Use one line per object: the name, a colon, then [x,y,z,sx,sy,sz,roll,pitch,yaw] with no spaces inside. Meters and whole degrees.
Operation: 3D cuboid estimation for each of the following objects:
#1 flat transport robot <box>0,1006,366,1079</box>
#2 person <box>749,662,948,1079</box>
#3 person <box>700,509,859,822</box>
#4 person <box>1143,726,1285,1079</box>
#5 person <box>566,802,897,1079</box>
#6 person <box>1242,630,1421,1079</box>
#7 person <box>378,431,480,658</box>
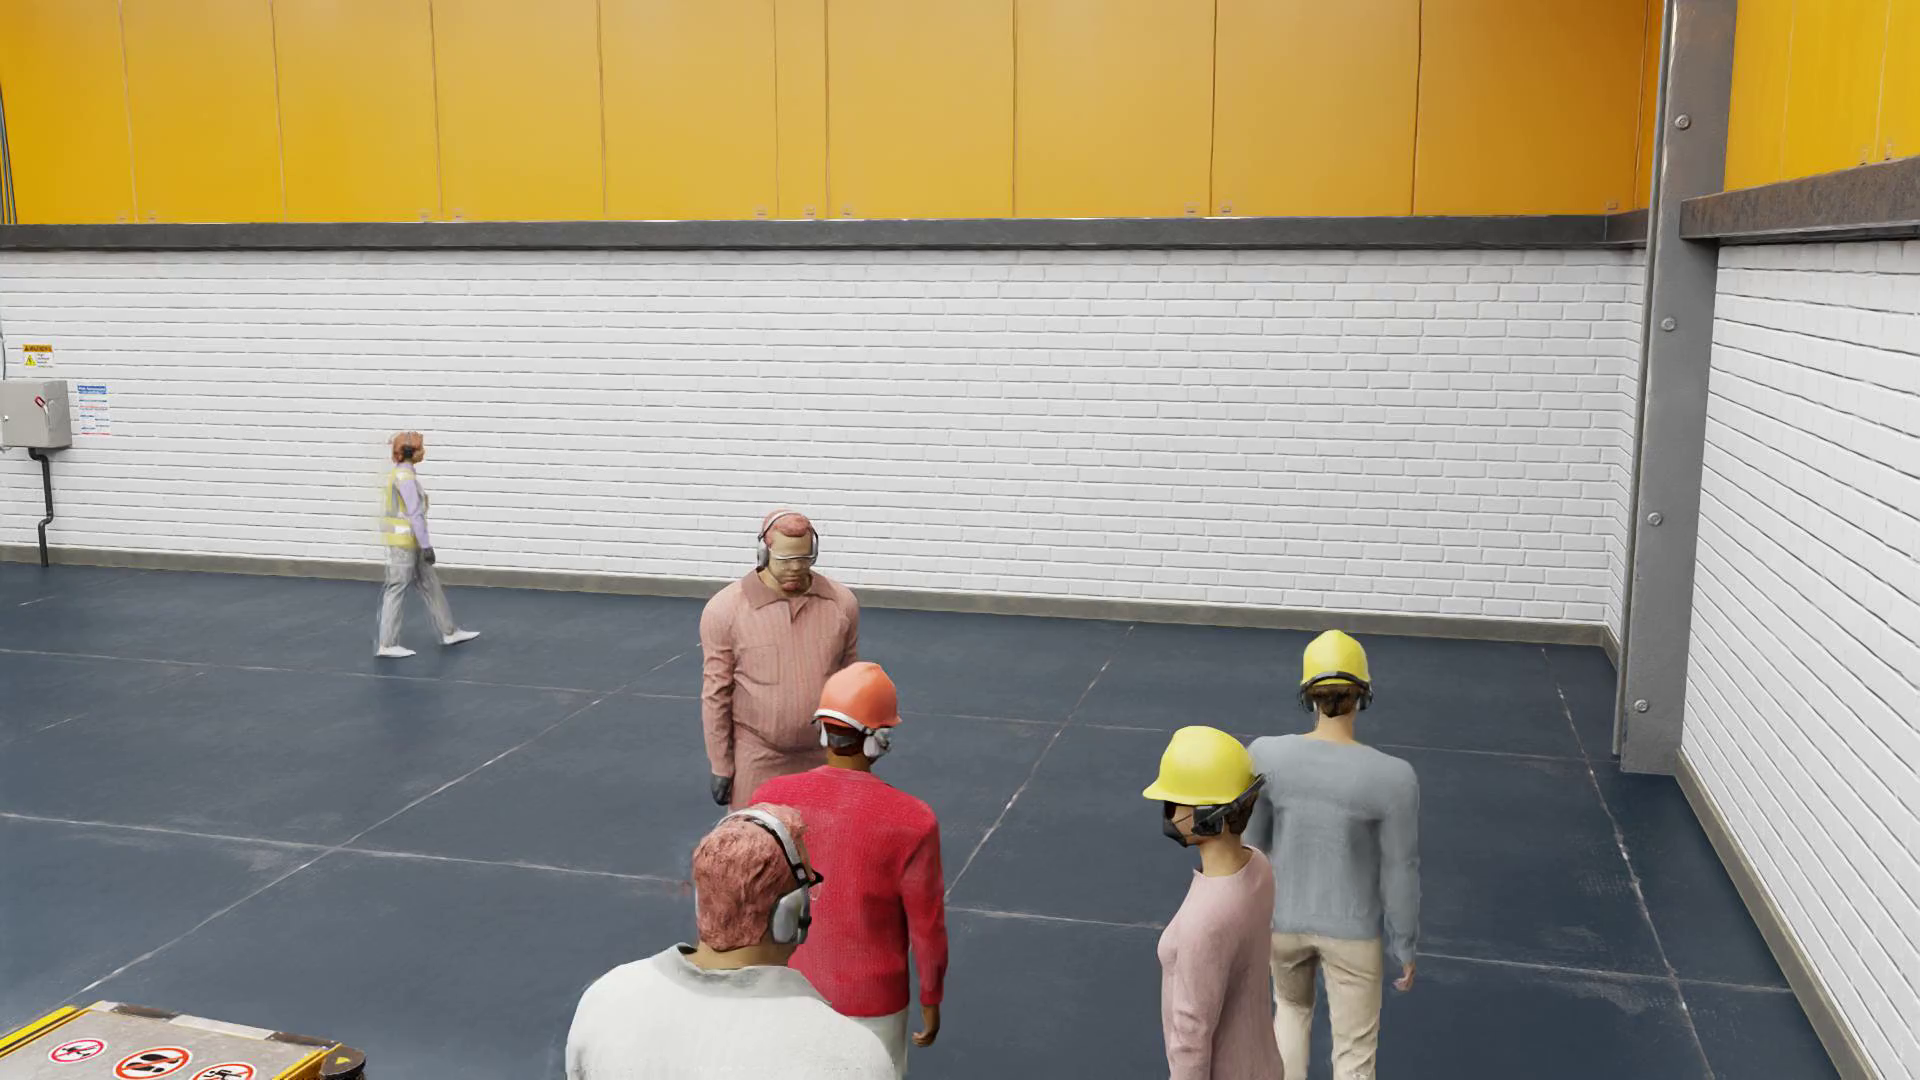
flat transport robot: [-2.706,1.790,5.435,1.431,0.197,0.652,3,10,18]
person: [-0.302,1.194,4.622,0.577,1.738,0.354,3,10,18]
person: [-0.654,0.822,6.351,0.643,1.900,0.399,-5,11,-25]
person: [0.586,1.301,3.942,0.340,1.760,0.526,4,11,23]
person: [-0.316,1.387,3.105,0.681,1.865,0.934,5,11,29]
person: [1.082,1.143,4.919,0.549,1.742,0.472,5,11,27]
person: [-3.812,0.031,11.845,0.773,1.608,0.535,-4,10,-20]
